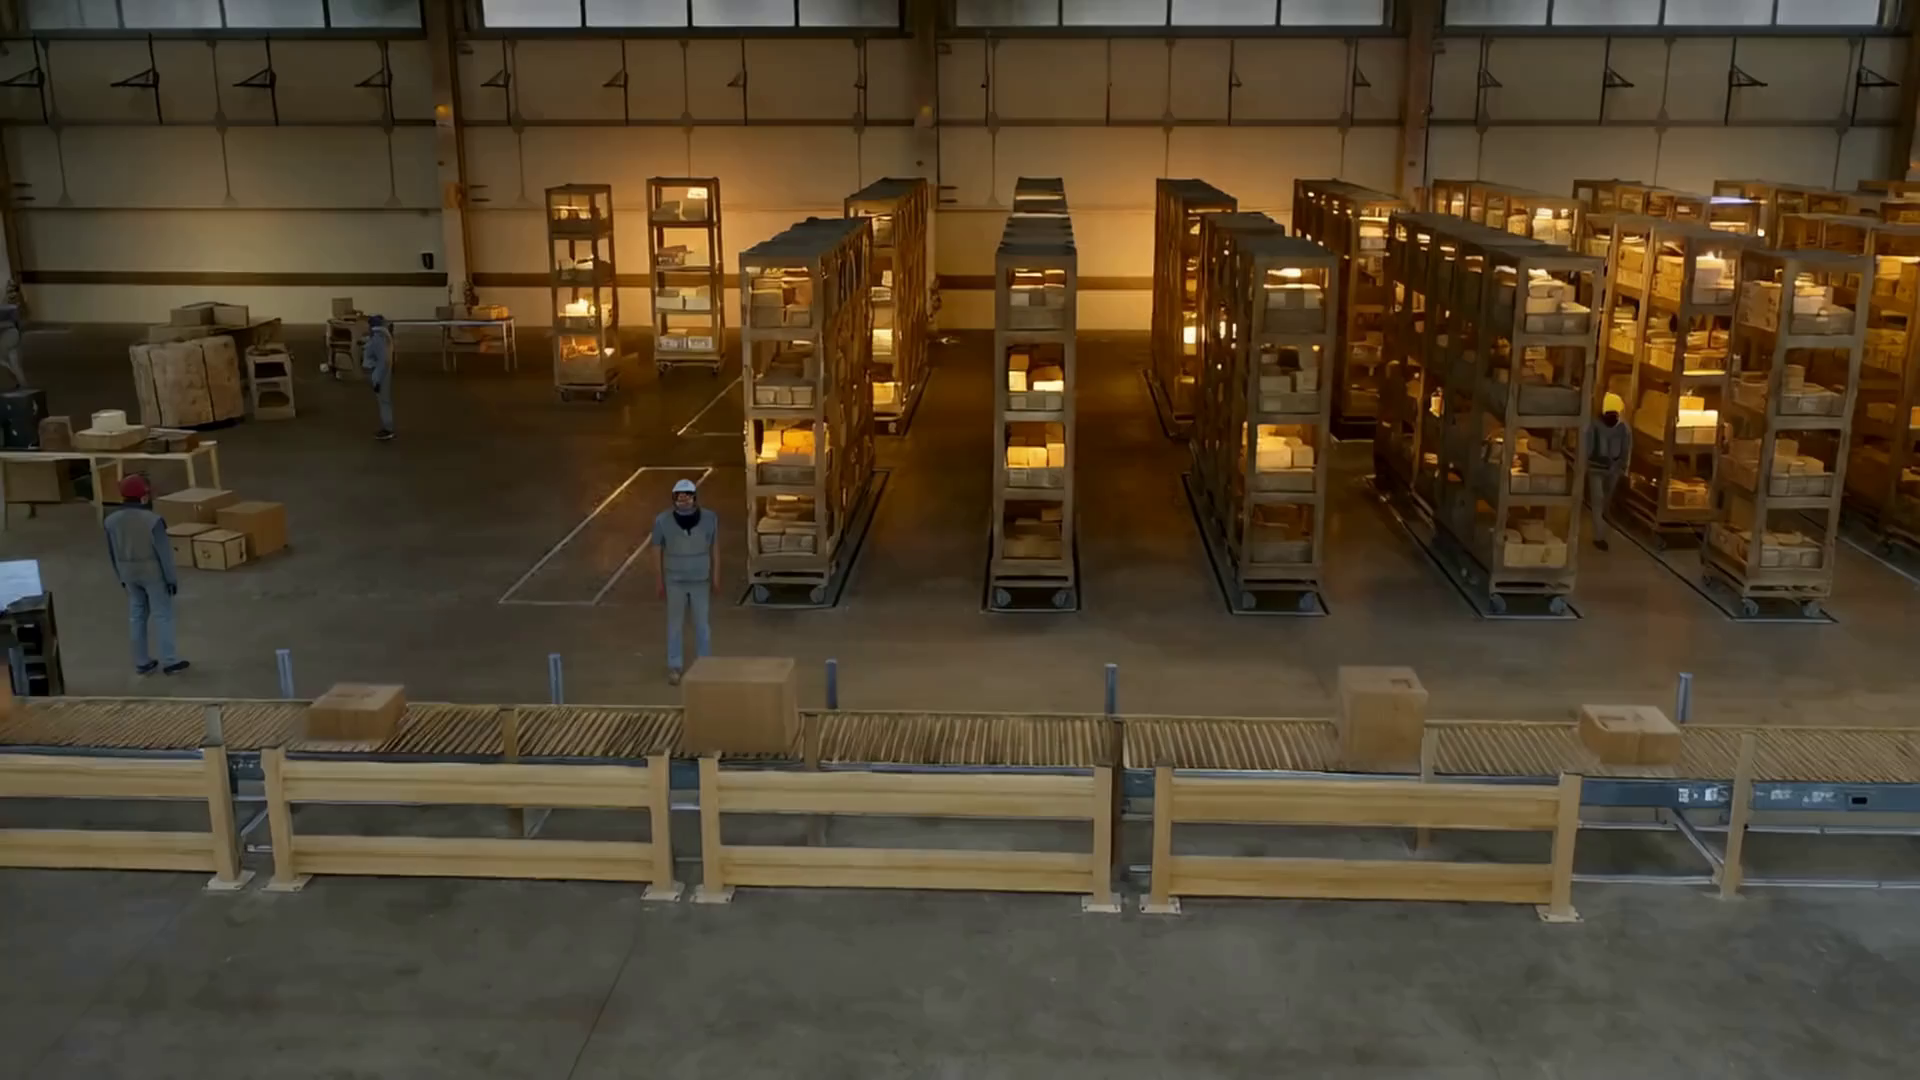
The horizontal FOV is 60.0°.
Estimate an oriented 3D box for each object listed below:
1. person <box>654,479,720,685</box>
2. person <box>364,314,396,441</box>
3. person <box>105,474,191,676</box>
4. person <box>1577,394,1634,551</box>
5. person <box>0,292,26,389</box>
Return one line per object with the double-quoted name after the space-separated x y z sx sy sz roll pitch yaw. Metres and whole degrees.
-2.407 0.356 14.720 0.566 1.846 0.389 -5 16 -19 "person"
-8.731 -2.453 25.032 0.409 1.907 0.651 -4 15 -13 "person"
-7.275 0.314 14.893 0.588 1.837 0.403 3 15 12 "person"
7.446 -0.824 19.225 0.617 1.787 0.942 -1 15 -2 "person"
-16.659 -3.487 29.211 0.577 1.724 0.491 9 17 29 "person"
